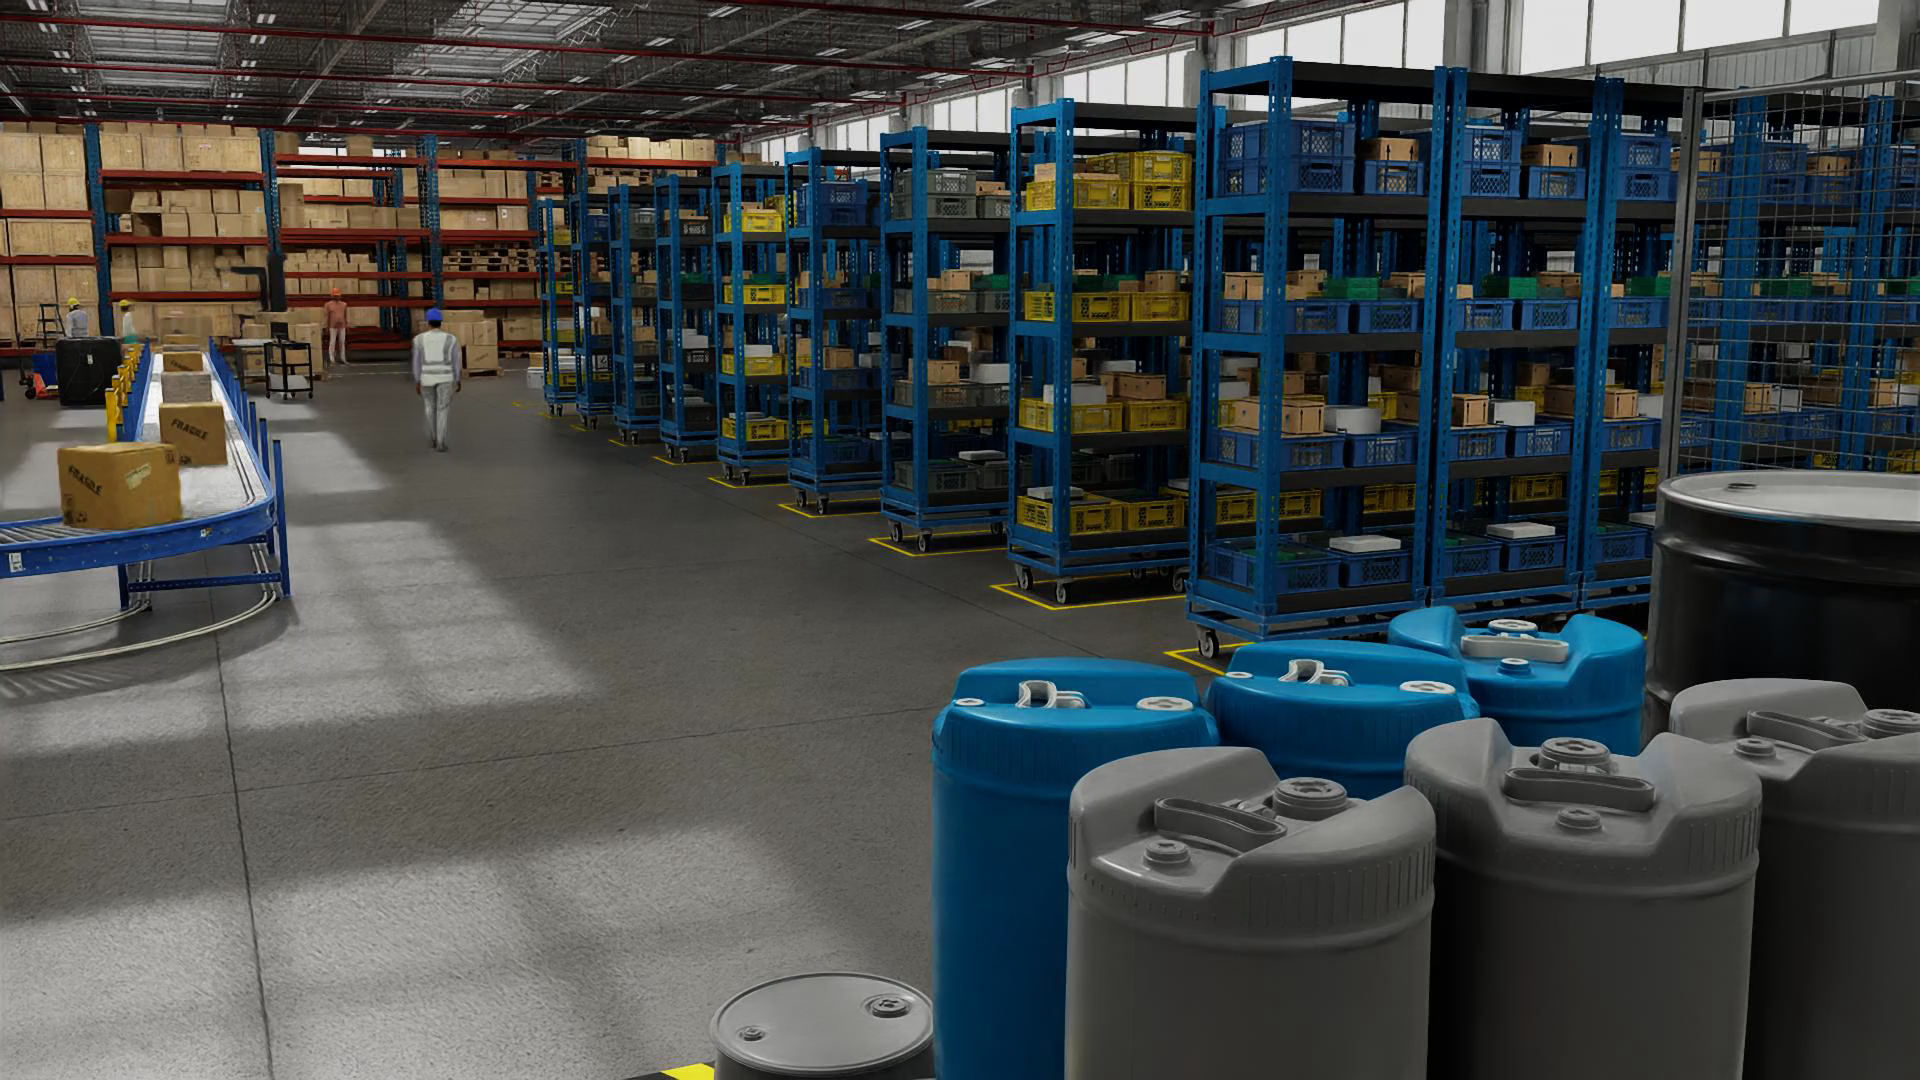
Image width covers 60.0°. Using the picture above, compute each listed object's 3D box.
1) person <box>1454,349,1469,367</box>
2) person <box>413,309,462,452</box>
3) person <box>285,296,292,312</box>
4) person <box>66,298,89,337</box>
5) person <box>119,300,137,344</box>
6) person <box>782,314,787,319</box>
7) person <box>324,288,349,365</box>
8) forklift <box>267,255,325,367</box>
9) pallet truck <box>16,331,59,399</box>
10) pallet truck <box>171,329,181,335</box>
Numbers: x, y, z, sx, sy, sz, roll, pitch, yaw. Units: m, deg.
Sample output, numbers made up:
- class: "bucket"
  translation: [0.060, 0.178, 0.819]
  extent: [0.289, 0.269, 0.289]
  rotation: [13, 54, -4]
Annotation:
- class: "person"
  translation: [5.802, -1.680, 19.860]
  extent: [0.579, 1.799, 0.994]
  rotation: [0, 9, -1]
- class: "person"
  translation: [-7.056, -2.164, 22.513]
  extent: [0.606, 1.899, 0.979]
  rotation: [-1, 9, -5]
- class: "person"
  translation: [-19.345, -6.174, 47.754]
  extent: [0.568, 1.790, 0.618]
  rotation: [-9, 13, -43]
- class: "person"
  translation: [-20.241, -4.636, 38.136]
  extent: [0.404, 1.826, 0.593]
  rotation: [3, 10, 18]
- class: "person"
  translation: [-20.566, -5.052, 41.017]
  extent: [0.904, 1.718, 0.565]
  rotation: [-4, 10, -25]
- class: "person"
  translation: [-3.509, -4.215, 35.515]
  extent: [0.591, 1.826, 0.404]
  rotation: [-1, 9, -7]
- class: "person"
  translation: [-16.192, -5.548, 43.248]
  extent: [0.618, 1.993, 0.396]
  rotation: [-8, 12, -42]
- class: "forklift"
  translation: [-16.620, -5.565, 40.617]
  extent: [1.873, 2.768, 1.129]
  rotation: [-4, 10, -25]
- class: "pallet truck"
  translation: [-17.082, -3.353, 31.781]
  extent: [1.630, 1.274, 0.653]
  rotation: [-4, 10, -25]
- class: "pallet truck"
  translation: [-17.275, -3.851, 35.096]
  extent: [1.601, 1.201, 0.680]
  rotation: [0, 9, 1]
